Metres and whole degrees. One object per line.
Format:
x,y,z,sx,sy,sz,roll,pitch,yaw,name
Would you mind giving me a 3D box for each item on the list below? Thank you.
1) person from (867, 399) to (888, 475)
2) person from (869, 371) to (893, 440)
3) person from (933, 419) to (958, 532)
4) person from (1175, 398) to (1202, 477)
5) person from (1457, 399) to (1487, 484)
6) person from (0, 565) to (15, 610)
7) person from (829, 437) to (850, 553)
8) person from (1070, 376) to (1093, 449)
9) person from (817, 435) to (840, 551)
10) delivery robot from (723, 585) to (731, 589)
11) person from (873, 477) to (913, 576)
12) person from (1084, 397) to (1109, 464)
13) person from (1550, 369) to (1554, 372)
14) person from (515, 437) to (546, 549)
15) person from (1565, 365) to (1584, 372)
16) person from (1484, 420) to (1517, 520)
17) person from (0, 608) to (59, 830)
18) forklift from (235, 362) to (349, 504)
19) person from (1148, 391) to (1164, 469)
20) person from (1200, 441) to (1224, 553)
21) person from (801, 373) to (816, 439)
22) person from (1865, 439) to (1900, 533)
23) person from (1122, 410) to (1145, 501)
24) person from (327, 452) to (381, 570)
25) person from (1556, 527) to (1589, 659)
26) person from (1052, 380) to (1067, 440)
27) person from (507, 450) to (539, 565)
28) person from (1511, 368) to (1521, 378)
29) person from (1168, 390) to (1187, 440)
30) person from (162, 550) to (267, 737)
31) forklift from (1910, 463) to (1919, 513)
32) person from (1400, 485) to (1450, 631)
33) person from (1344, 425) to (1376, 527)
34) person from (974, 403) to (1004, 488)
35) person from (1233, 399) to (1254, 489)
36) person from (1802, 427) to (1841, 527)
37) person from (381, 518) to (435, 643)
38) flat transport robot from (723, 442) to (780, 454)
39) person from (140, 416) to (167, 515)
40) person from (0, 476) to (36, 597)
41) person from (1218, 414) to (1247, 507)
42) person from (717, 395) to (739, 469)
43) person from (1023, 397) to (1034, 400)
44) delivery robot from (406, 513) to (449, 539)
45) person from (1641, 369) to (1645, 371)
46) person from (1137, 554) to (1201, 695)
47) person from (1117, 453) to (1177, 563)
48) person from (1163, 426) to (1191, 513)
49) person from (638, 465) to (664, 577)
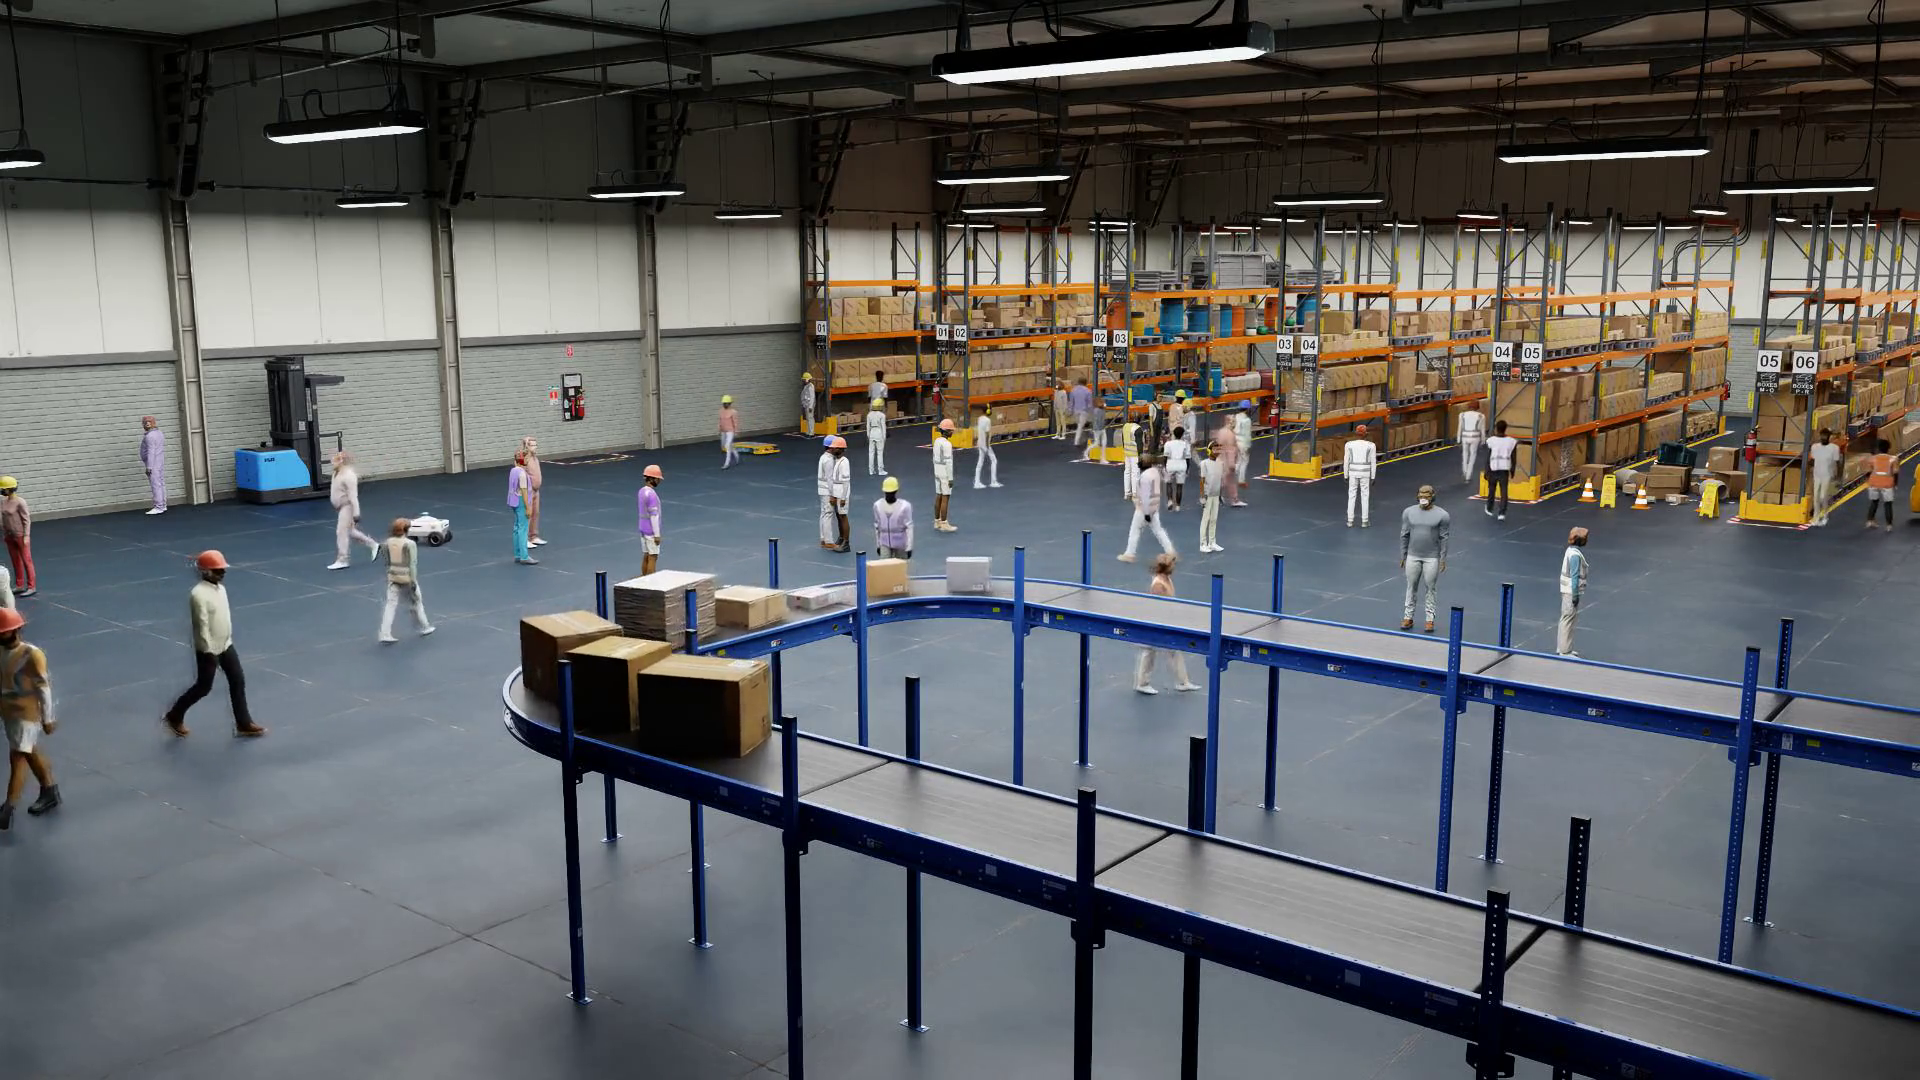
-1.901,-2.369,35.893,0.489,1.743,0.322,6,11,28,person
-2.174,-3.648,42.568,0.633,1.918,0.953,4,11,22,person
-0.257,-1.176,28.340,0.394,2.039,0.614,-5,11,-24,person
5.236,-2.334,35.557,0.886,1.797,0.603,0,10,3,person
11.318,-2.193,34.544,0.610,1.859,0.719,6,12,31,person
-10.574,0.883,17.077,0.657,1.922,0.439,2,10,12,person
-2.031,-0.774,26.351,0.343,1.942,0.552,-4,11,-20,person
3.229,-3.350,41.027,0.648,1.877,1.057,6,12,32,person
-2.215,-0.810,26.539,0.403,1.948,0.605,-3,10,-14,person
-3.116,0.852,20.964,0.477,0.478,0.707,2,10,9,delivery robot
-0.907,0.014,22.083,0.600,1.894,0.894,3,11,17,person
3.347,-2.675,37.992,0.586,1.618,0.506,10,14,43,person
19.578,-5.285,52.052,0.592,1.832,0.404,-5,11,-24,person
-7.346,-0.817,26.745,0.400,1.897,0.642,1,10,8,person
18.691,-4.532,47.454,0.740,1.971,1.088,1,10,5,person
10.284,-1.345,29.797,0.613,1.864,1.026,1,10,6,person
-8.236,1.529,13.525,0.558,1.893,0.932,4,11,20,person
-13.803,-2.244,32.110,1.129,2.768,1.873,8,13,37,forklift
4.628,-2.605,36.932,0.343,1.847,0.507,7,12,34,person
4.252,-0.736,26.346,0.513,1.872,0.328,-8,13,-38,person
-4.193,-3.711,43.217,0.404,1.826,0.587,-3,11,-17,person
16.721,-0.988,28.396,0.558,1.667,0.437,8,13,38,person
3.576,-1.734,32.043,0.429,1.844,0.627,-5,11,-27,person
-9.733,-0.500,24.994,0.825,1.877,0.647,-8,13,-38,person
7.522,0.650,19.198,0.311,1.636,0.523,3,10,15,person
2.749,-3.578,43.005,0.283,1.633,0.501,-7,12,-34,person
-7.097,-0.535,25.278,0.393,1.847,0.563,-6,12,-31,person
15.143,-3.705,42.705,0.381,1.994,0.622,-2,10,-12,person
5.064,-2.524,36.249,0.382,1.924,0.594,-5,11,-26,person
-7.684,1.065,15.970,0.929,1.962,0.614,1,10,4,person
19.034,-1.348,28.998,2.313,2.155,1.214,8,13,37,forklift
6.131,0.230,20.713,0.633,1.939,0.368,5,11,26,person
7.363,-1.182,28.816,0.584,1.882,0.347,4,11,19,person
0.616,-2.040,33.810,0.775,1.834,0.530,-5,11,-27,person
6.094,-2.064,33.639,0.442,1.928,0.645,-4,11,-21,person
15.851,-1.154,28.776,0.475,1.846,0.567,-7,12,-35,person
-7.176,0.506,20.126,0.532,1.592,0.857,4,11,22,person
-5.364,-2.375,40.186,1.431,0.197,0.652,8,13,37,flat transport robot
-15.632,-1.459,30.300,0.410,1.912,0.643,-2,10,-11,person
-13.779,-0.058,22.825,0.526,1.765,0.329,5,11,24,person
5.262,-1.572,31.040,0.888,1.871,0.657,-1,10,-4,person
-5.456,-2.574,37.016,0.531,1.747,0.662,7,12,33,person
2.064,-4.362,46.565,0.368,1.935,0.552,-5,11,-28,person
-9.232,-0.230,27.055,0.707,0.478,0.477,0,10,2,delivery robot
19.675,-4.033,45.125,0.976,1.793,0.635,-5,11,-25,person
2.352,0.963,17.529,0.793,1.607,0.521,4,11,23,person
3.079,-0.521,25.353,0.951,1.802,0.626,5,11,26,person
4.230,-1.377,30.496,0.550,1.668,0.419,1,10,4,person
-4.482,-0.130,22.783,0.395,1.937,0.548,-6,12,-29,person
